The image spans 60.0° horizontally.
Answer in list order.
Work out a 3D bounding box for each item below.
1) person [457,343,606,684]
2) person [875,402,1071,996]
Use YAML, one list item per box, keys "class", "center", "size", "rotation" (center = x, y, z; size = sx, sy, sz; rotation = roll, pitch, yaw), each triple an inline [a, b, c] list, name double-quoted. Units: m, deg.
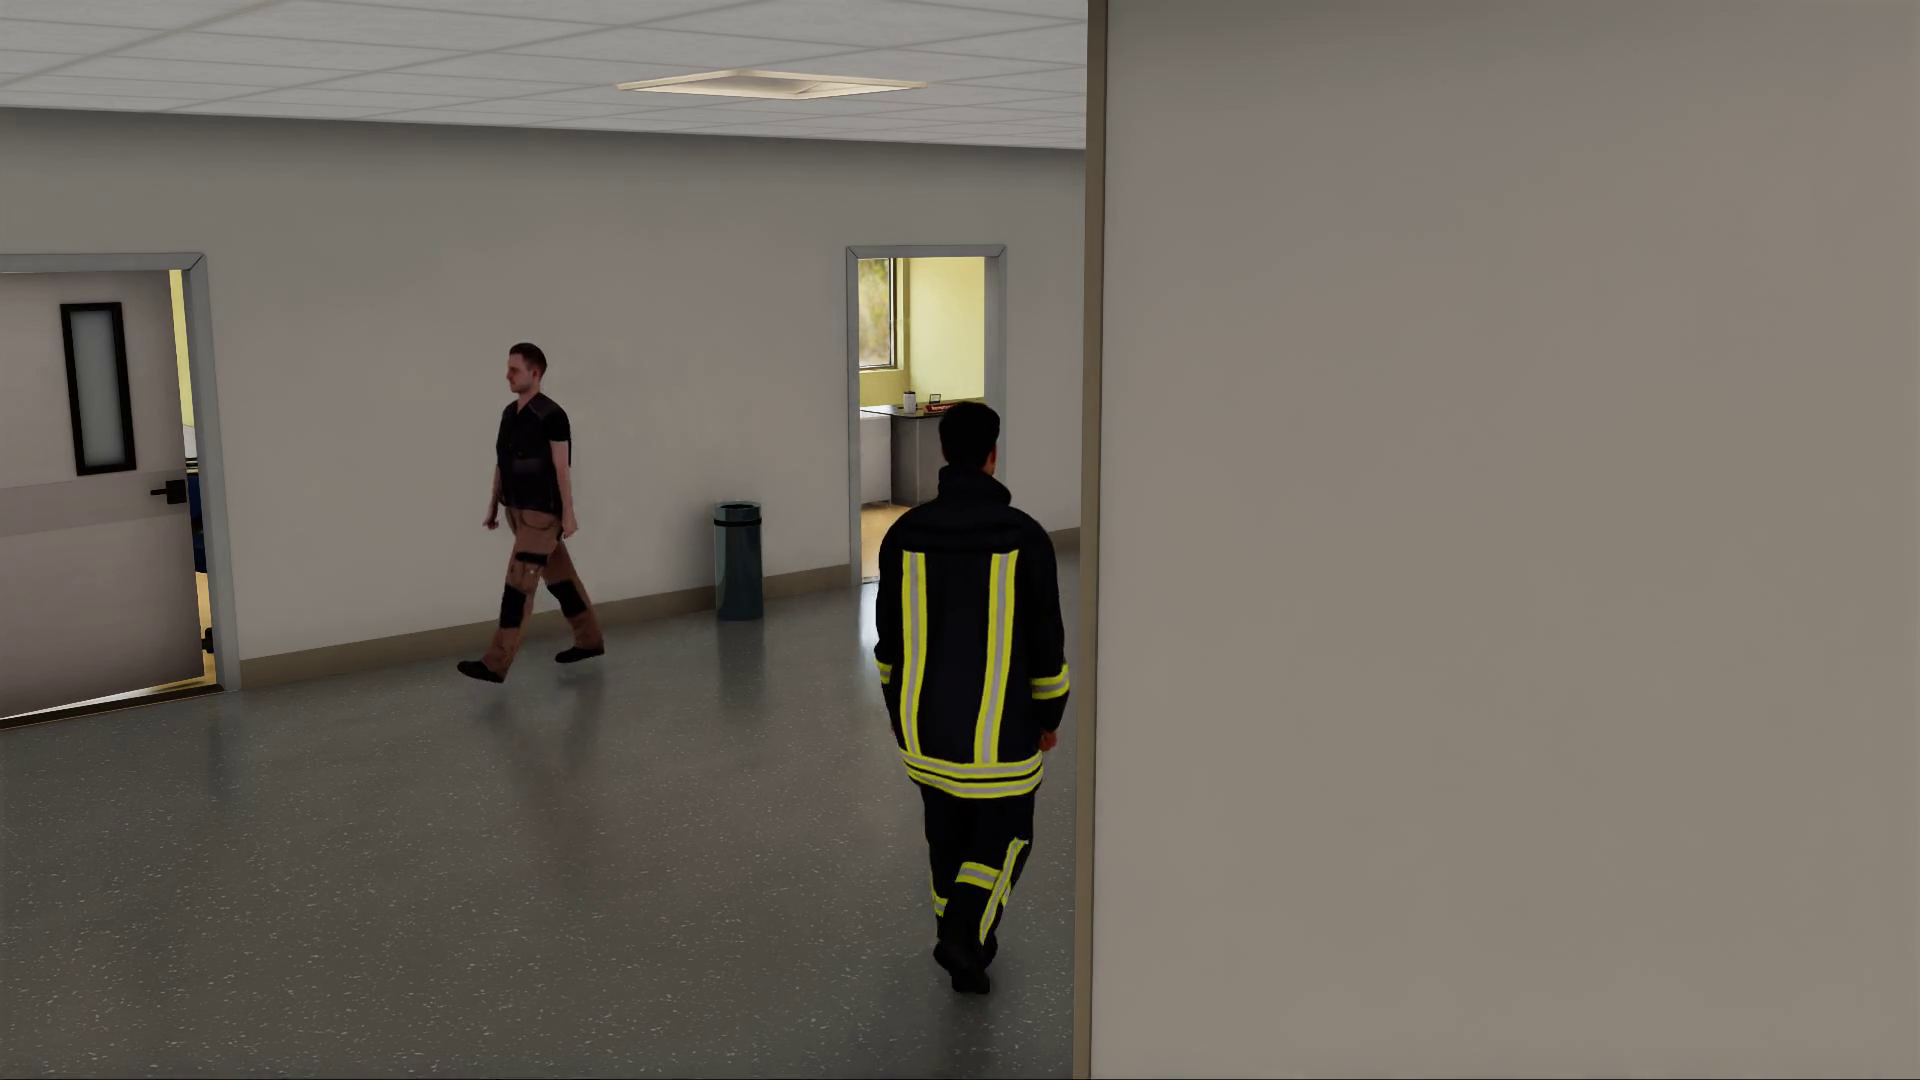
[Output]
- class: "person"
  center: [-2.203, -0.132, 9.014]
  size: [1.181, 1.787, 0.738]
  rotation: [-10, 15, -42]
- class: "person"
  center: [0.010, 0.539, 5.147]
  size: [1.032, 1.910, 1.105]
  rotation: [3, 11, 17]
